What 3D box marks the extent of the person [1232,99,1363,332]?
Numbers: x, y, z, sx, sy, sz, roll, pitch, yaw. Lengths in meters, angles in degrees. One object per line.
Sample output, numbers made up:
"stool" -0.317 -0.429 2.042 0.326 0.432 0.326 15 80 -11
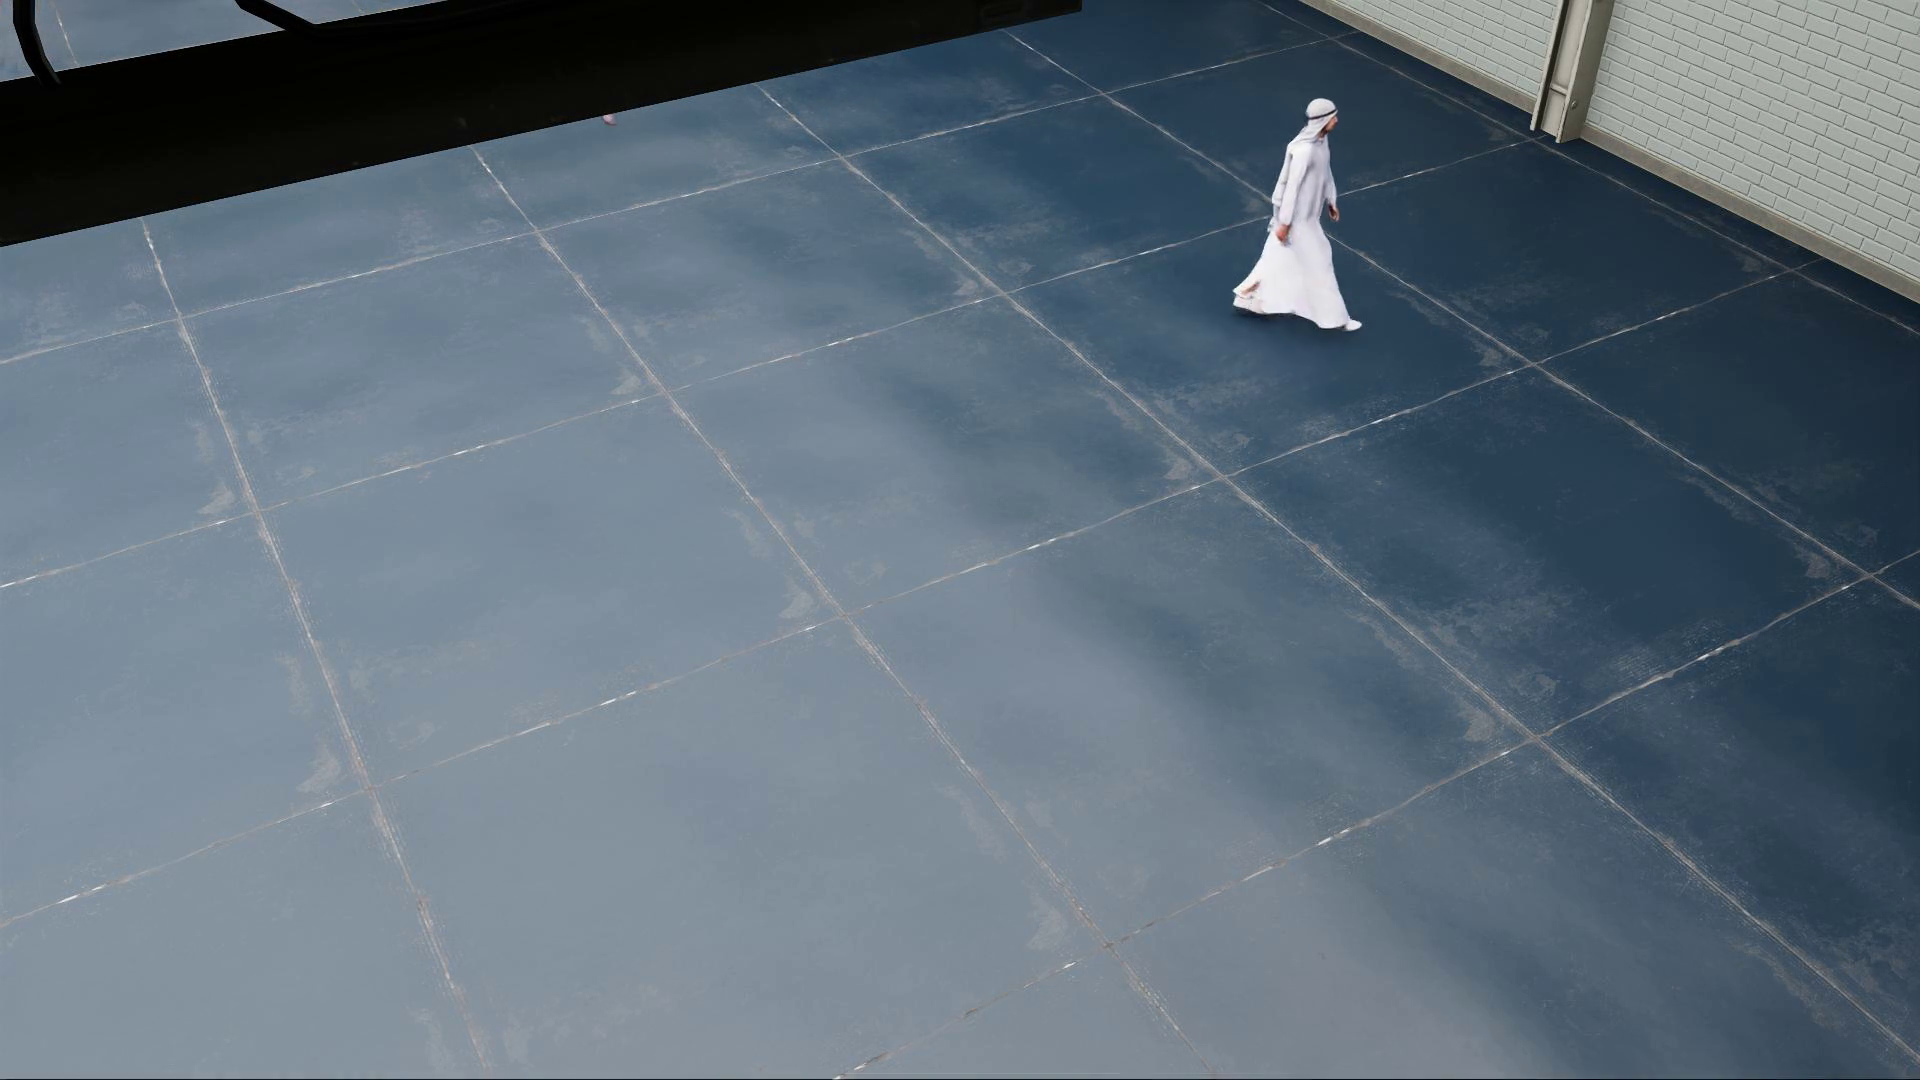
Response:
"person" 2.537 -2.510 12.876 1.370 1.868 1.214 14 40 17
